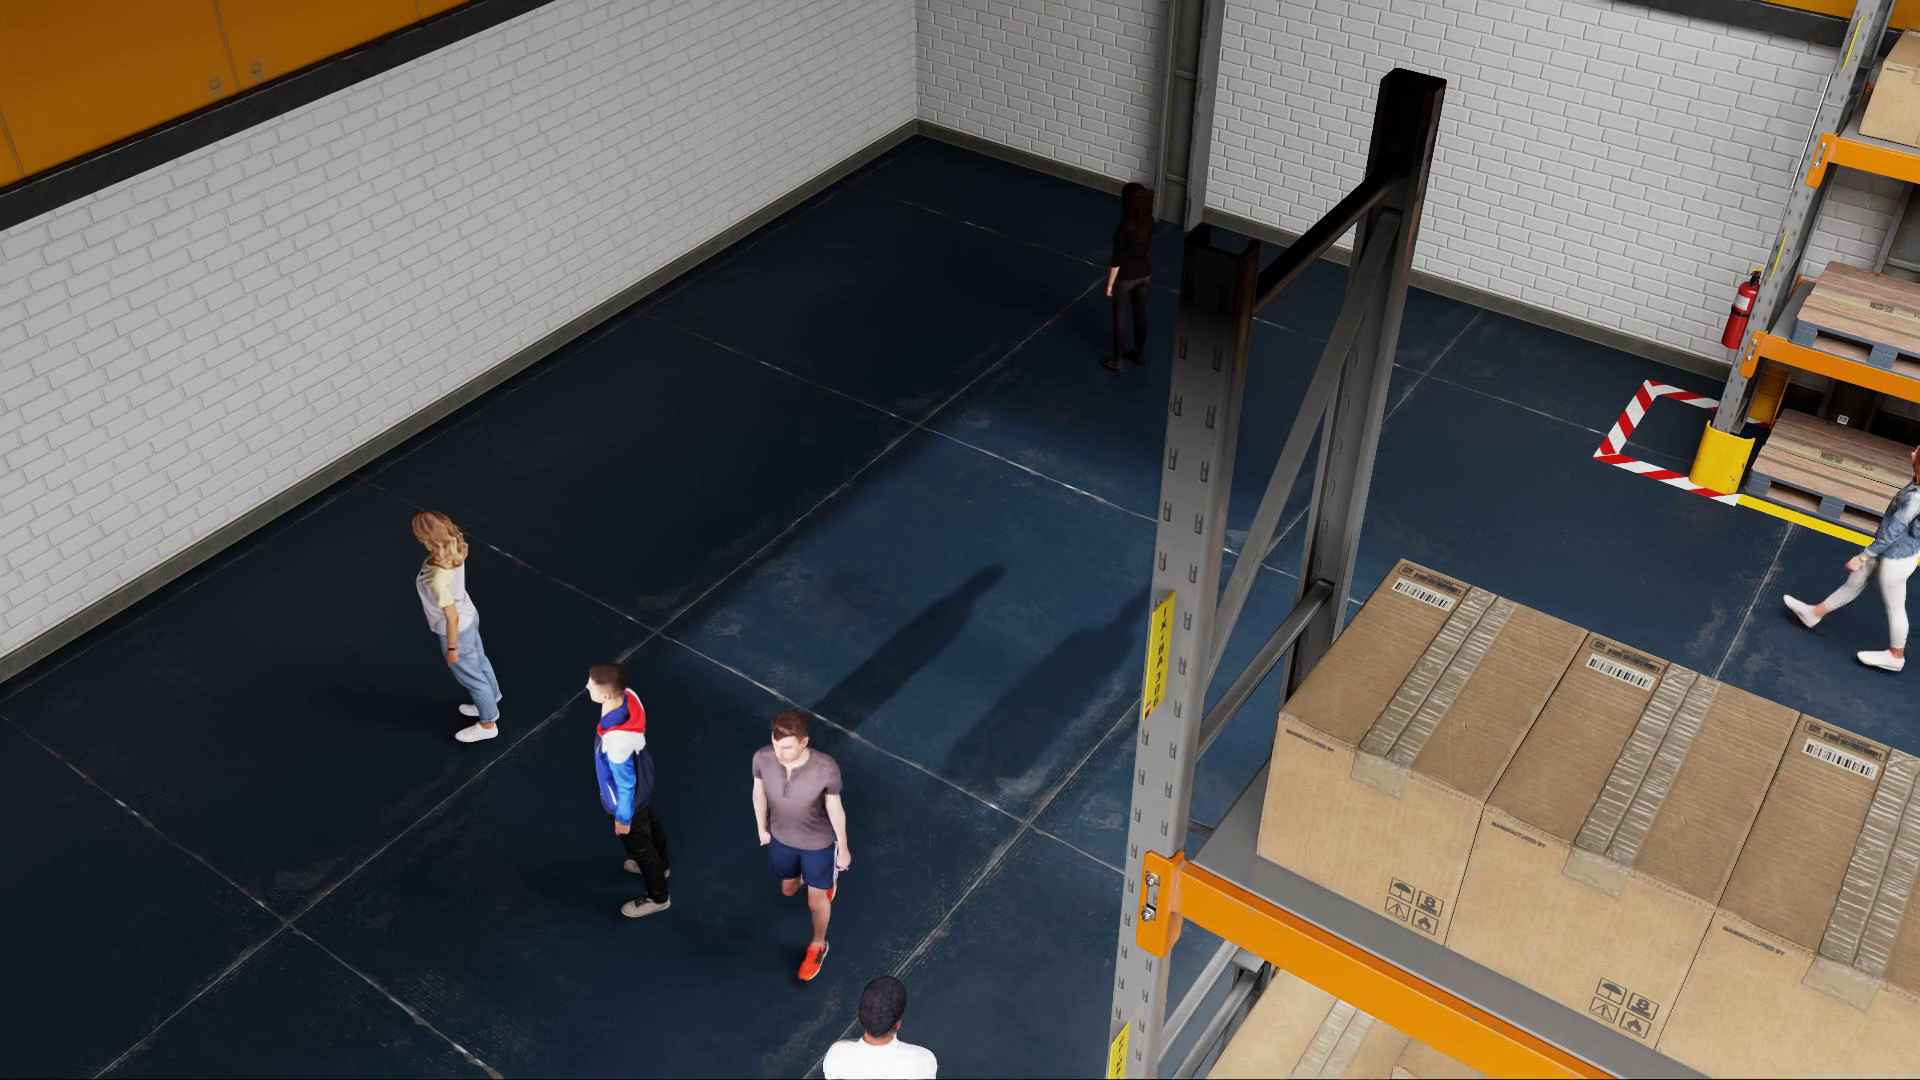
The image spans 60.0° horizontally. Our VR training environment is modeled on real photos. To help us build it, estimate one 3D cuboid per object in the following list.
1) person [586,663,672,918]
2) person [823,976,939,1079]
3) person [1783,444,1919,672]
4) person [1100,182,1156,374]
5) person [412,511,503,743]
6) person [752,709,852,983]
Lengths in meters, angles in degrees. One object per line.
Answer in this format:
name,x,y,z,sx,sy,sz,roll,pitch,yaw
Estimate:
person,-1.779,1.328,8.964,0.747,1.757,0.711,-3,39,-3
person,-0.367,2.678,7.264,1.099,1.769,0.991,6,39,7
person,6.003,0.151,10.515,1.028,1.660,0.626,24,44,27
person,1.399,-2.106,13.353,0.633,1.644,0.608,-25,45,-28
person,-3.015,0.516,10.008,0.749,1.722,0.706,-4,39,-4
person,-0.775,1.493,8.698,0.973,1.831,0.914,8,39,10
